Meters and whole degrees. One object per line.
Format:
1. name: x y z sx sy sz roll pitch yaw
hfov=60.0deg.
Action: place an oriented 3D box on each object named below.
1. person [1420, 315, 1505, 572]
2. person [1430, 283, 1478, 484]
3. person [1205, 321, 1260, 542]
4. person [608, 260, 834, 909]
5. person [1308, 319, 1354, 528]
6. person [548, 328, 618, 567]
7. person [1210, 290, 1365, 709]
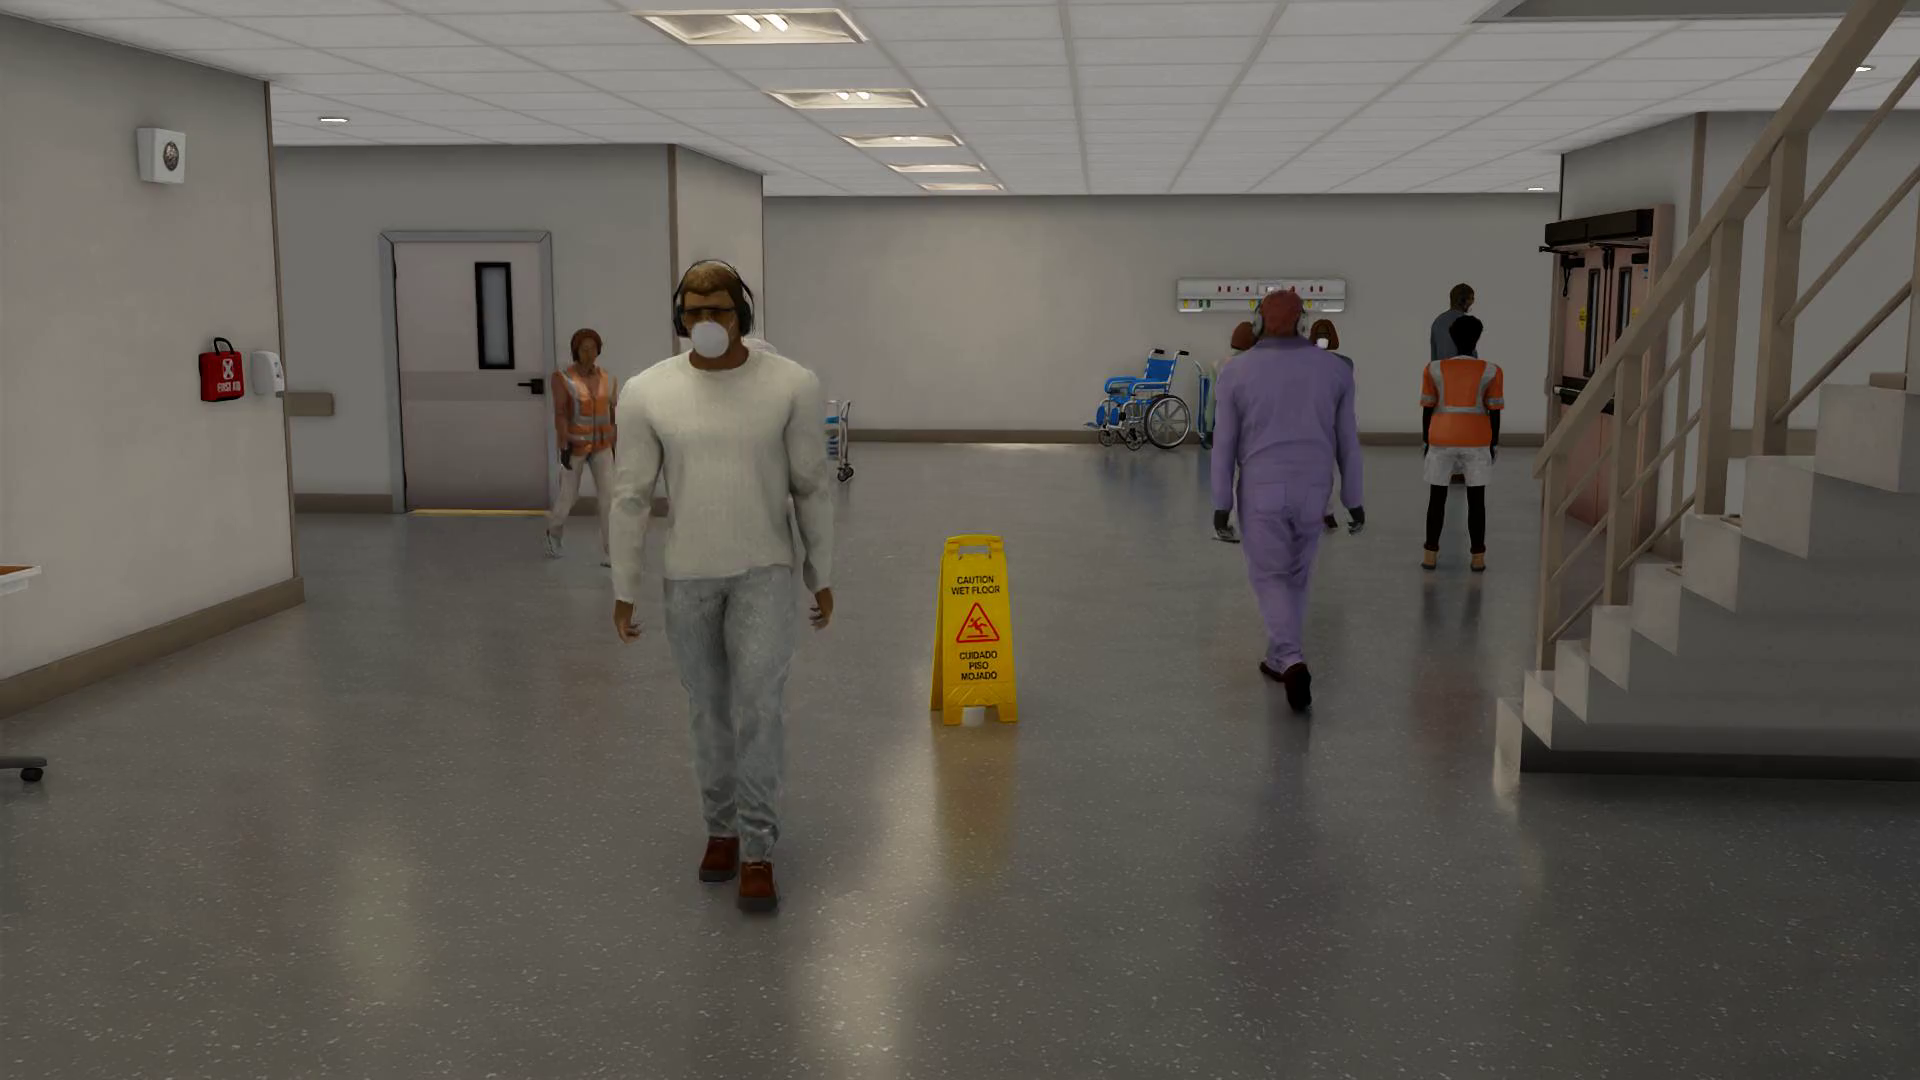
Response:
1. person: 3.301 -0.634 10.975 0.536 1.689 0.322 3 9 19
2. person: 4.789 -1.510 16.095 0.370 1.934 0.627 -3 9 -18
3. person: 2.087 -0.793 12.258 0.559 1.626 0.347 2 9 15
4. person: -0.719 0.140 4.939 0.666 1.909 0.791 0 8 0
5. person: 2.807 -0.904 12.985 0.498 1.634 0.281 2 9 10
6. person: -2.541 -0.625 11.182 0.507 1.603 0.791 -7 11 -38
7. person: 1.487 -0.197 7.473 0.713 1.850 0.930 -1 8 -9
